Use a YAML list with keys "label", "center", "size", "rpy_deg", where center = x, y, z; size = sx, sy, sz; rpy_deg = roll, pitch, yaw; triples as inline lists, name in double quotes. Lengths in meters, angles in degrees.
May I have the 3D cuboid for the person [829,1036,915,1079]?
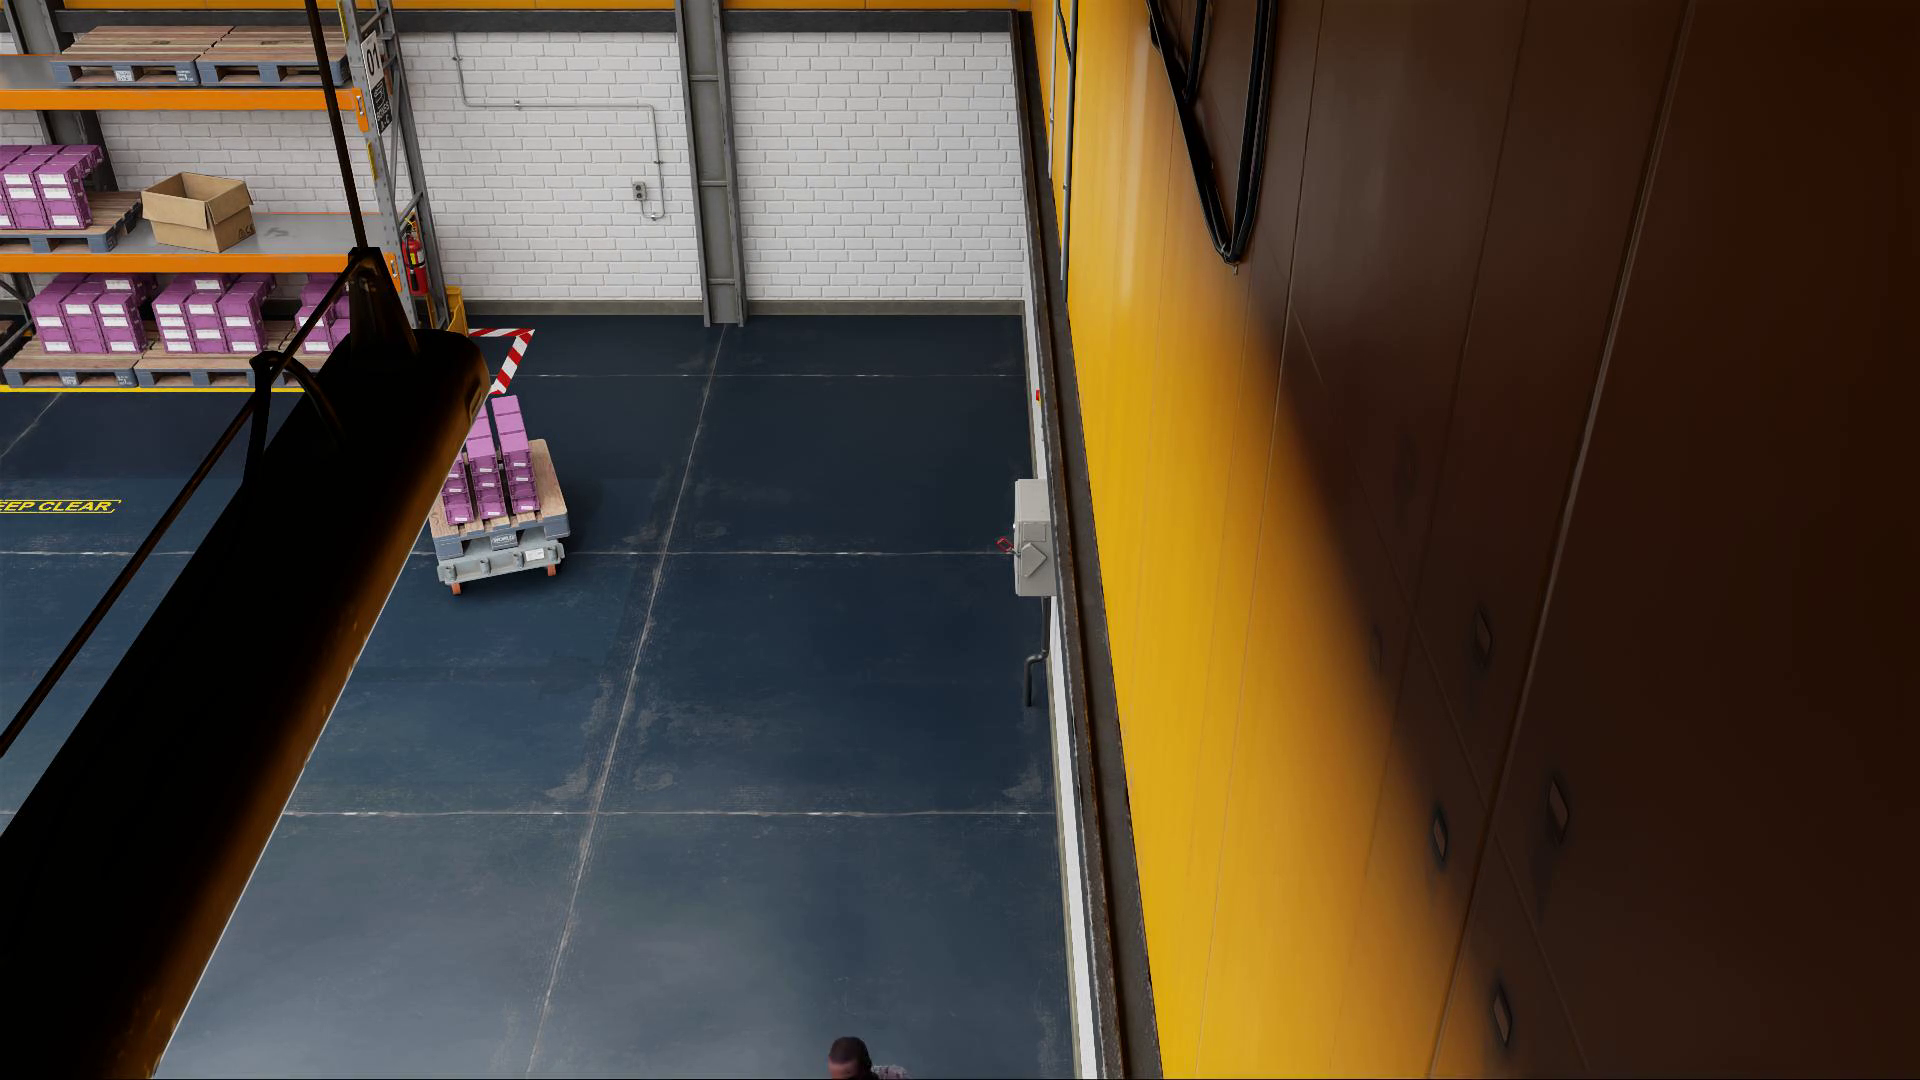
- label: "person"
  center: [-0.359, 2.856, 7.444]
  size: [0.656, 1.819, 0.911]
  rpy_deg: [-19, 38, -26]
